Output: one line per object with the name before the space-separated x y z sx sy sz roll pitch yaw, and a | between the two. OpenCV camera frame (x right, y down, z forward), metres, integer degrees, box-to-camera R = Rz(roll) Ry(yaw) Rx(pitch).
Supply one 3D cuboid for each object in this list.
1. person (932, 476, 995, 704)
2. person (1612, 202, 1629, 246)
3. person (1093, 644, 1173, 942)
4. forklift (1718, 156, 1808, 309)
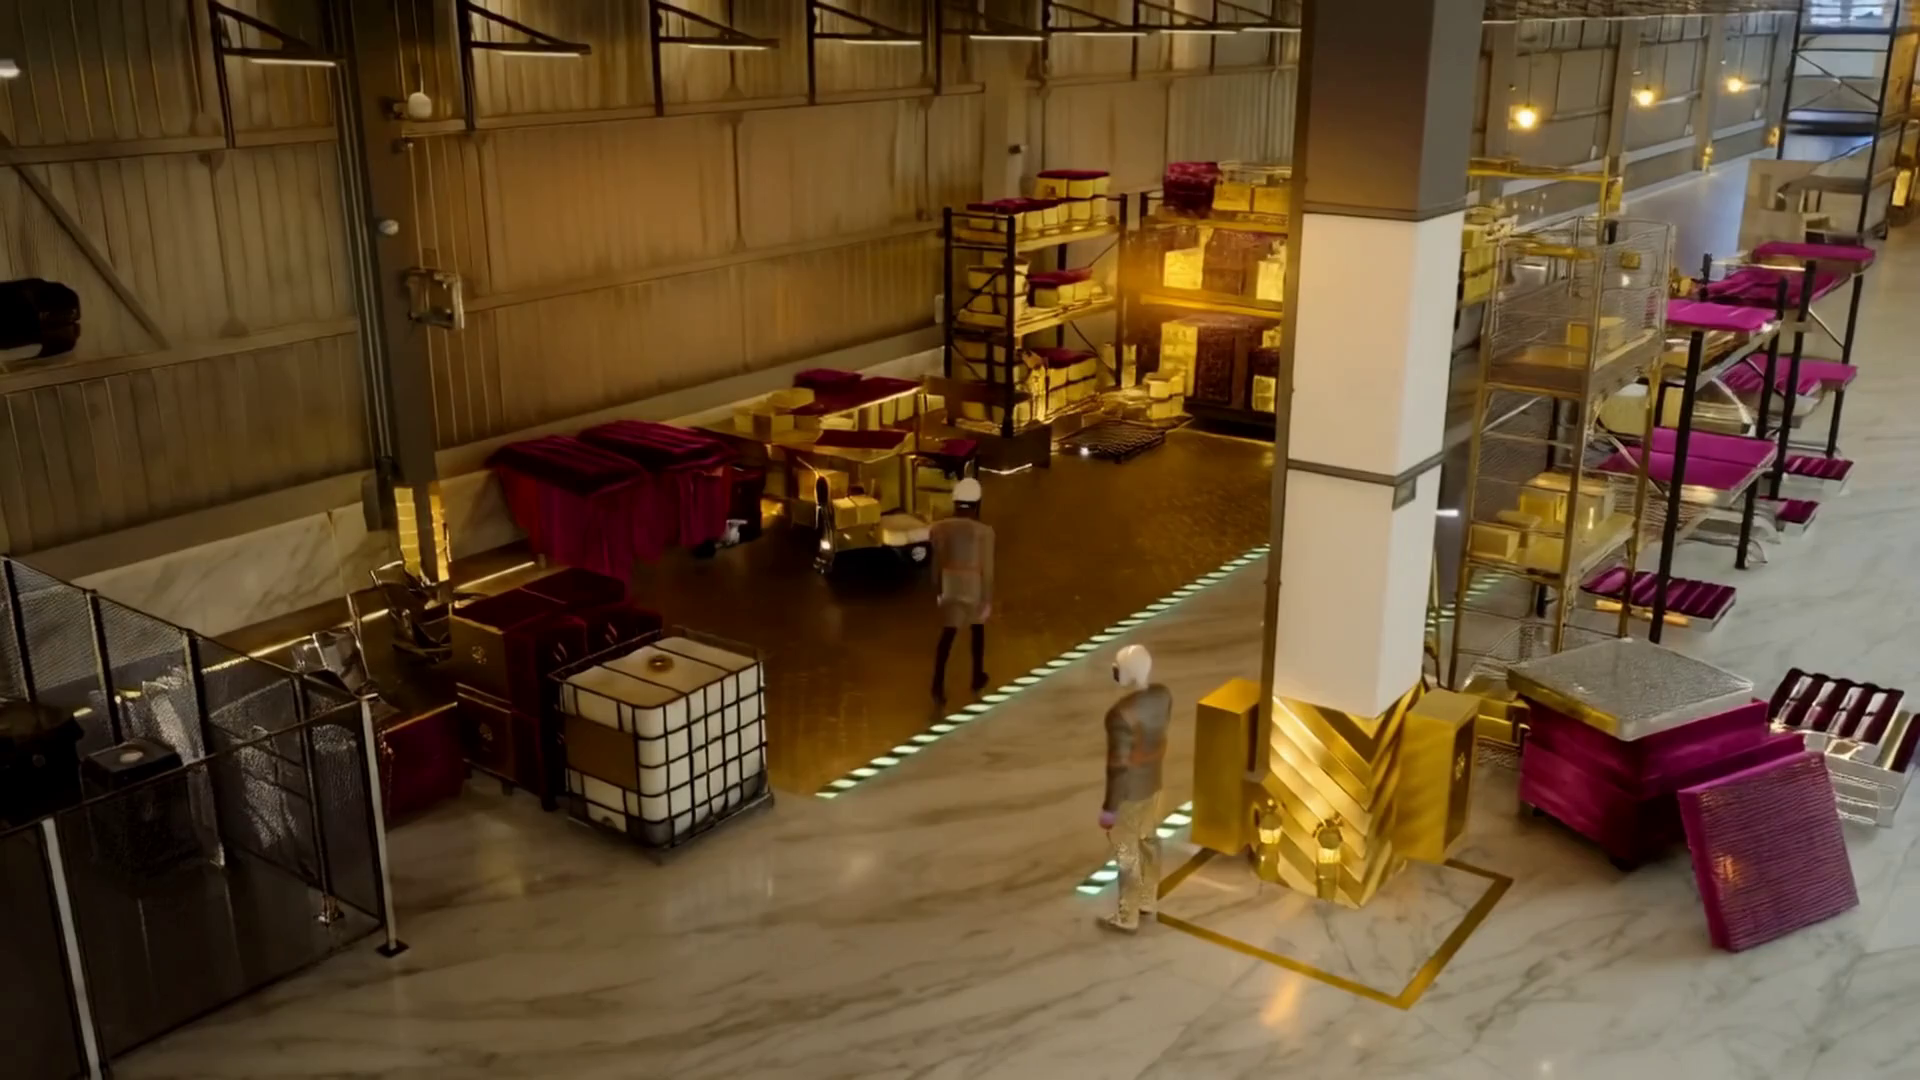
person | 0.003 0.426 13.865 0.547 1.916 0.807 6 19 16
person | 12.613 -5.521 32.009 0.355 1.936 0.637 13 22 34
person | 1.070 1.557 10.341 0.355 1.938 0.637 13 22 34
forklift | 15.228 -5.792 31.346 1.129 2.768 1.873 13 22 34
